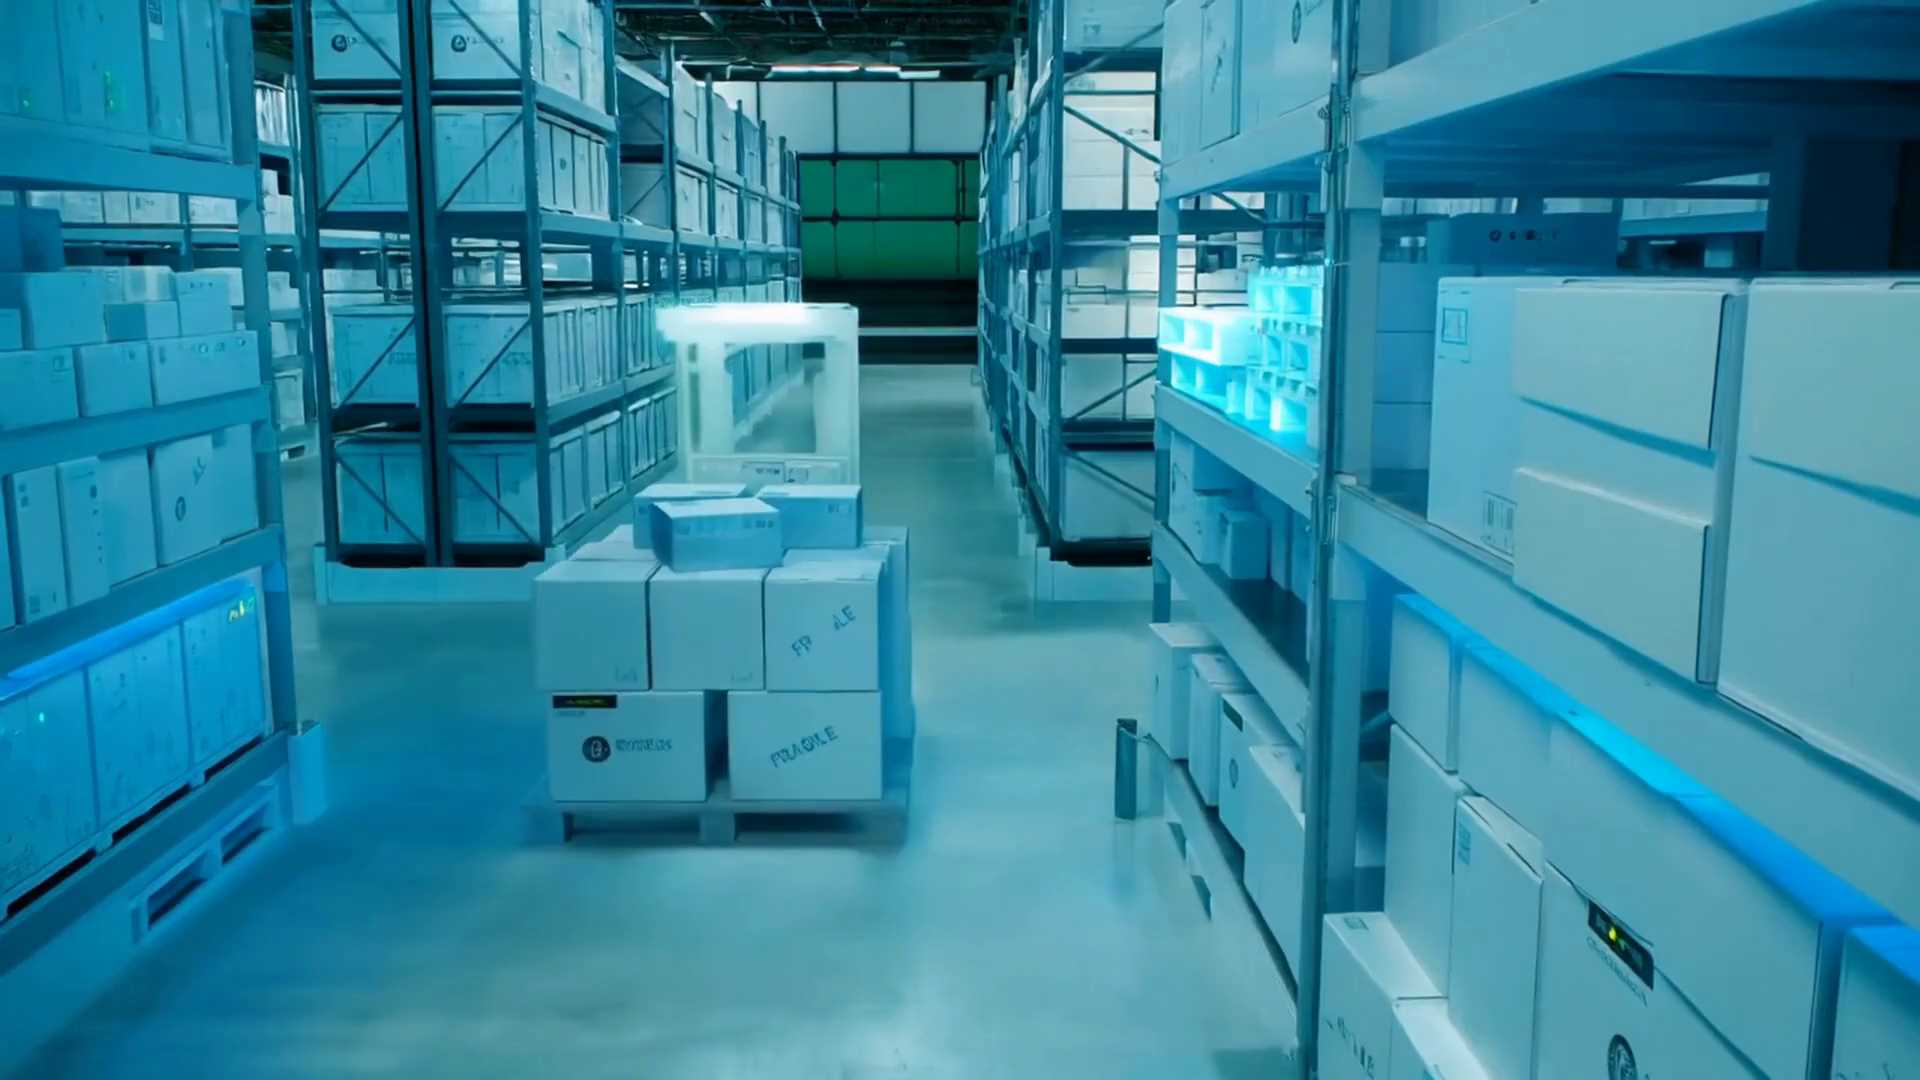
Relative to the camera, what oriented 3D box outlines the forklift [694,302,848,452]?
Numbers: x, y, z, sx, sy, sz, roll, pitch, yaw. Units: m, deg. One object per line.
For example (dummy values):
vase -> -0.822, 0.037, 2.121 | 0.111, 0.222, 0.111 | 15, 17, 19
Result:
forklift -> -1.159, -0.097, 10.452 | 1.129, 2.768, 1.873 | 0, 9, -1
